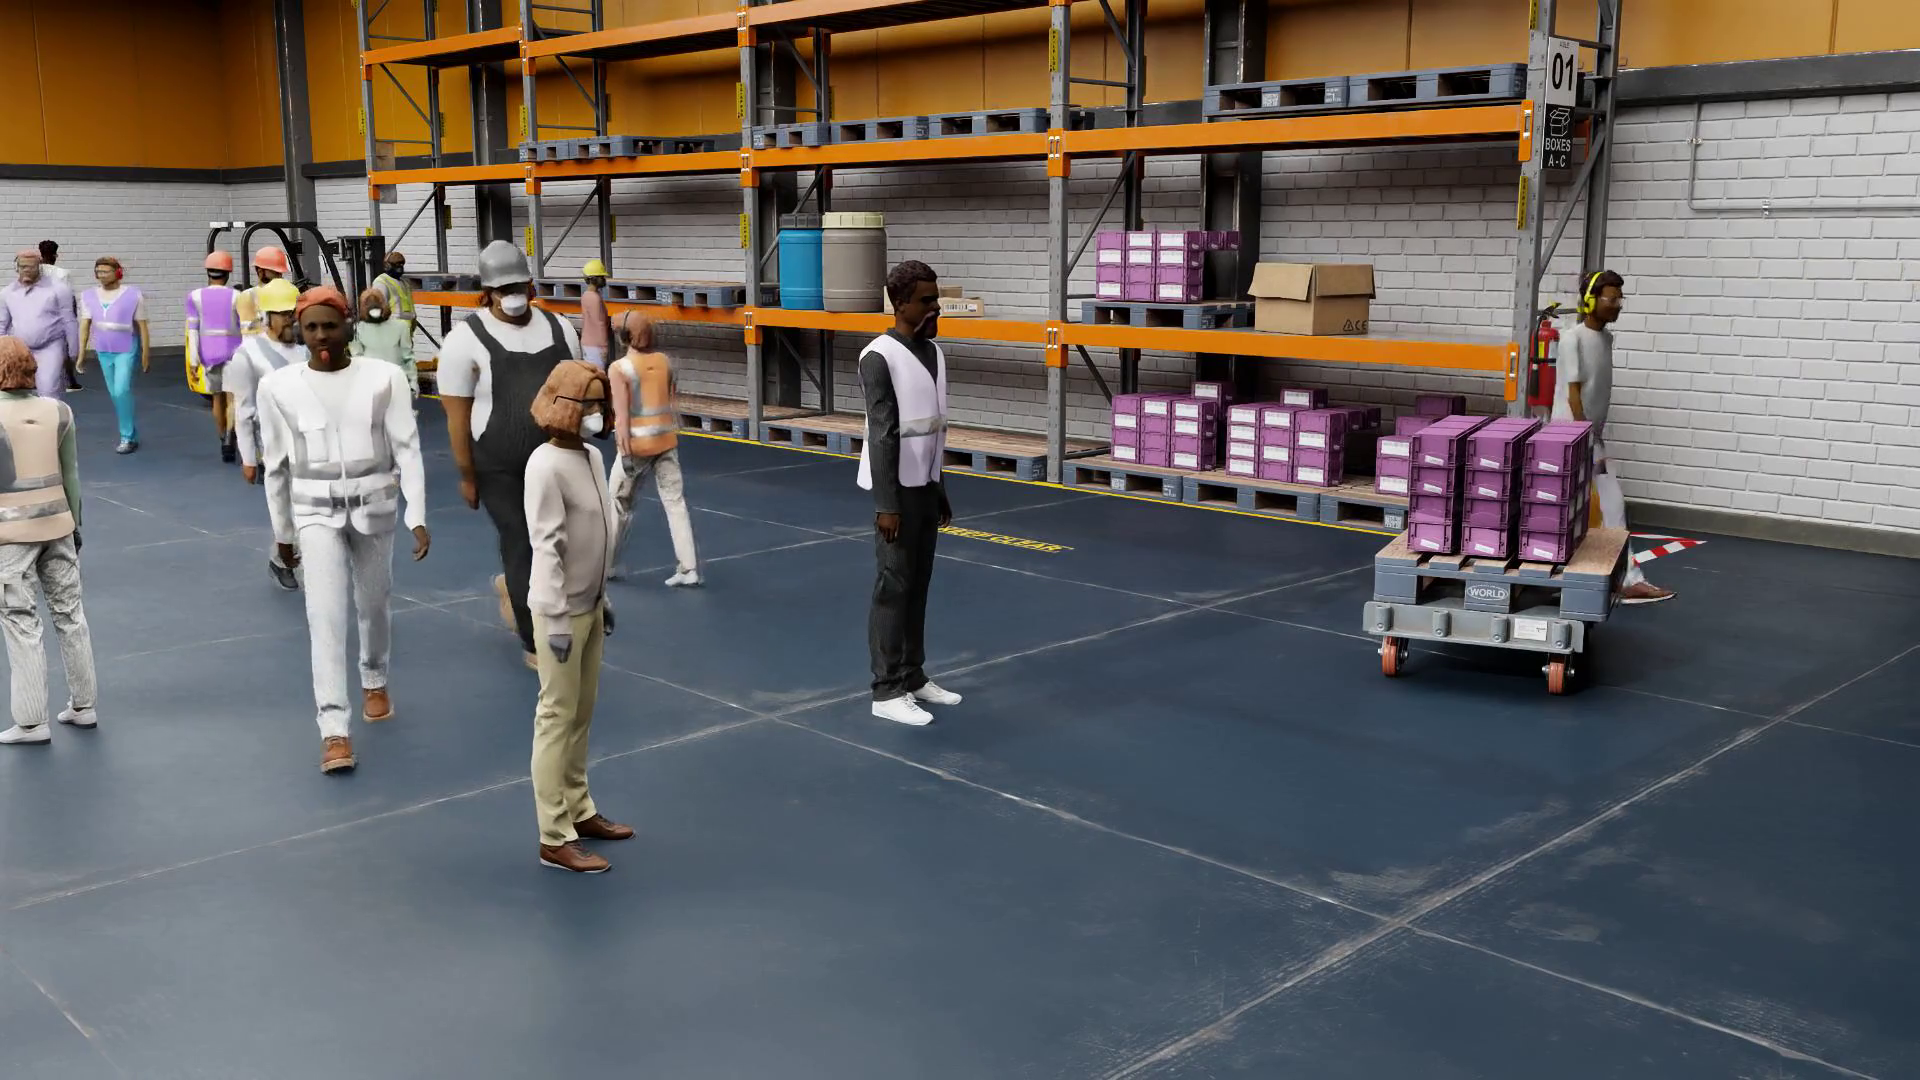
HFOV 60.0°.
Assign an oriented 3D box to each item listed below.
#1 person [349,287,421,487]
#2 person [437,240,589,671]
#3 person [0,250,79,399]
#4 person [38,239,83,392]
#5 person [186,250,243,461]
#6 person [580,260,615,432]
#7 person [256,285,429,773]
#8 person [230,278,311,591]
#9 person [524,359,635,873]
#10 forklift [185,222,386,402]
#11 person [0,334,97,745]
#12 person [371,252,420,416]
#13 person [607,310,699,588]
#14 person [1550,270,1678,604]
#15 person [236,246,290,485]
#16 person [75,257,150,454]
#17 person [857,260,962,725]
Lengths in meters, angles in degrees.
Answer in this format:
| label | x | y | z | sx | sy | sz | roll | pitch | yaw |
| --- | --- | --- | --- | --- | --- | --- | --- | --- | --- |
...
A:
| label | x | y | z | sx | sy | sz | roll | pitch | yaw |
| --- | --- | --- | --- | --- | --- | --- | --- | --- | --- |
| person | -4.694 | -1.256 | 13.556 | 0.528 | 1.606 | 0.557 | -6 | 12 | -29 |
| person | -2.069 | -0.411 | 7.784 | 0.693 | 2.000 | 0.723 | -10 | 15 | -44 |
| person | -8.604 | -1.725 | 15.398 | 0.675 | 1.867 | 0.917 | 0 | 10 | 3 |
| person | -11.730 | -2.892 | 21.517 | 0.612 | 1.963 | 0.363 | -2 | 11 | -8 |
| person | -6.697 | -1.672 | 15.088 | 0.543 | 1.901 | 0.968 | -3 | 11 | -16 |
| person | -3.731 | -1.979 | 17.106 | 0.350 | 1.764 | 0.568 | -5 | 12 | -27 |
| person | -2.432 | -0.084 | 6.592 | 0.591 | 1.839 | 1.000 | -4 | 11 | -22 |
| person | -3.700 | -0.547 | 9.196 | 0.903 | 1.799 | 0.583 | 7 | 12 | 33 |
| person | -1.237 | 0.235 | 5.373 | 0.284 | 1.633 | 0.498 | 1 | 10 | 7 |
| forklift | -8.169 | -2.758 | 20.163 | 2.313 | 2.155 | 1.214 | -10 | 14 | -44 |
| person | -3.727 | 0.000 | 6.640 | 0.311 | 1.638 | 0.523 | 4 | 11 | 21 |
| person | -6.255 | -2.272 | 18.486 | 0.430 | 1.840 | 0.626 | 1 | 10 | 8 |
| person | -1.850 | -0.524 | 9.617 | 0.850 | 1.592 | 0.522 | 8 | 13 | 36 |
| person | 3.489 | -0.533 | 9.032 | 0.505 | 1.824 | 0.915 | -8 | 13 | -38 |
| person | -5.583 | -1.413 | 13.547 | 0.364 | 1.933 | 0.543 | 3 | 11 | 18 |
| person | -7.877 | -1.704 | 15.433 | 0.584 | 1.816 | 0.704 | 1 | 10 | 5 |
| person | -0.221 | -0.204 | 6.991 | 0.392 | 1.920 | 0.593 | 4 | 11 | 21 |
